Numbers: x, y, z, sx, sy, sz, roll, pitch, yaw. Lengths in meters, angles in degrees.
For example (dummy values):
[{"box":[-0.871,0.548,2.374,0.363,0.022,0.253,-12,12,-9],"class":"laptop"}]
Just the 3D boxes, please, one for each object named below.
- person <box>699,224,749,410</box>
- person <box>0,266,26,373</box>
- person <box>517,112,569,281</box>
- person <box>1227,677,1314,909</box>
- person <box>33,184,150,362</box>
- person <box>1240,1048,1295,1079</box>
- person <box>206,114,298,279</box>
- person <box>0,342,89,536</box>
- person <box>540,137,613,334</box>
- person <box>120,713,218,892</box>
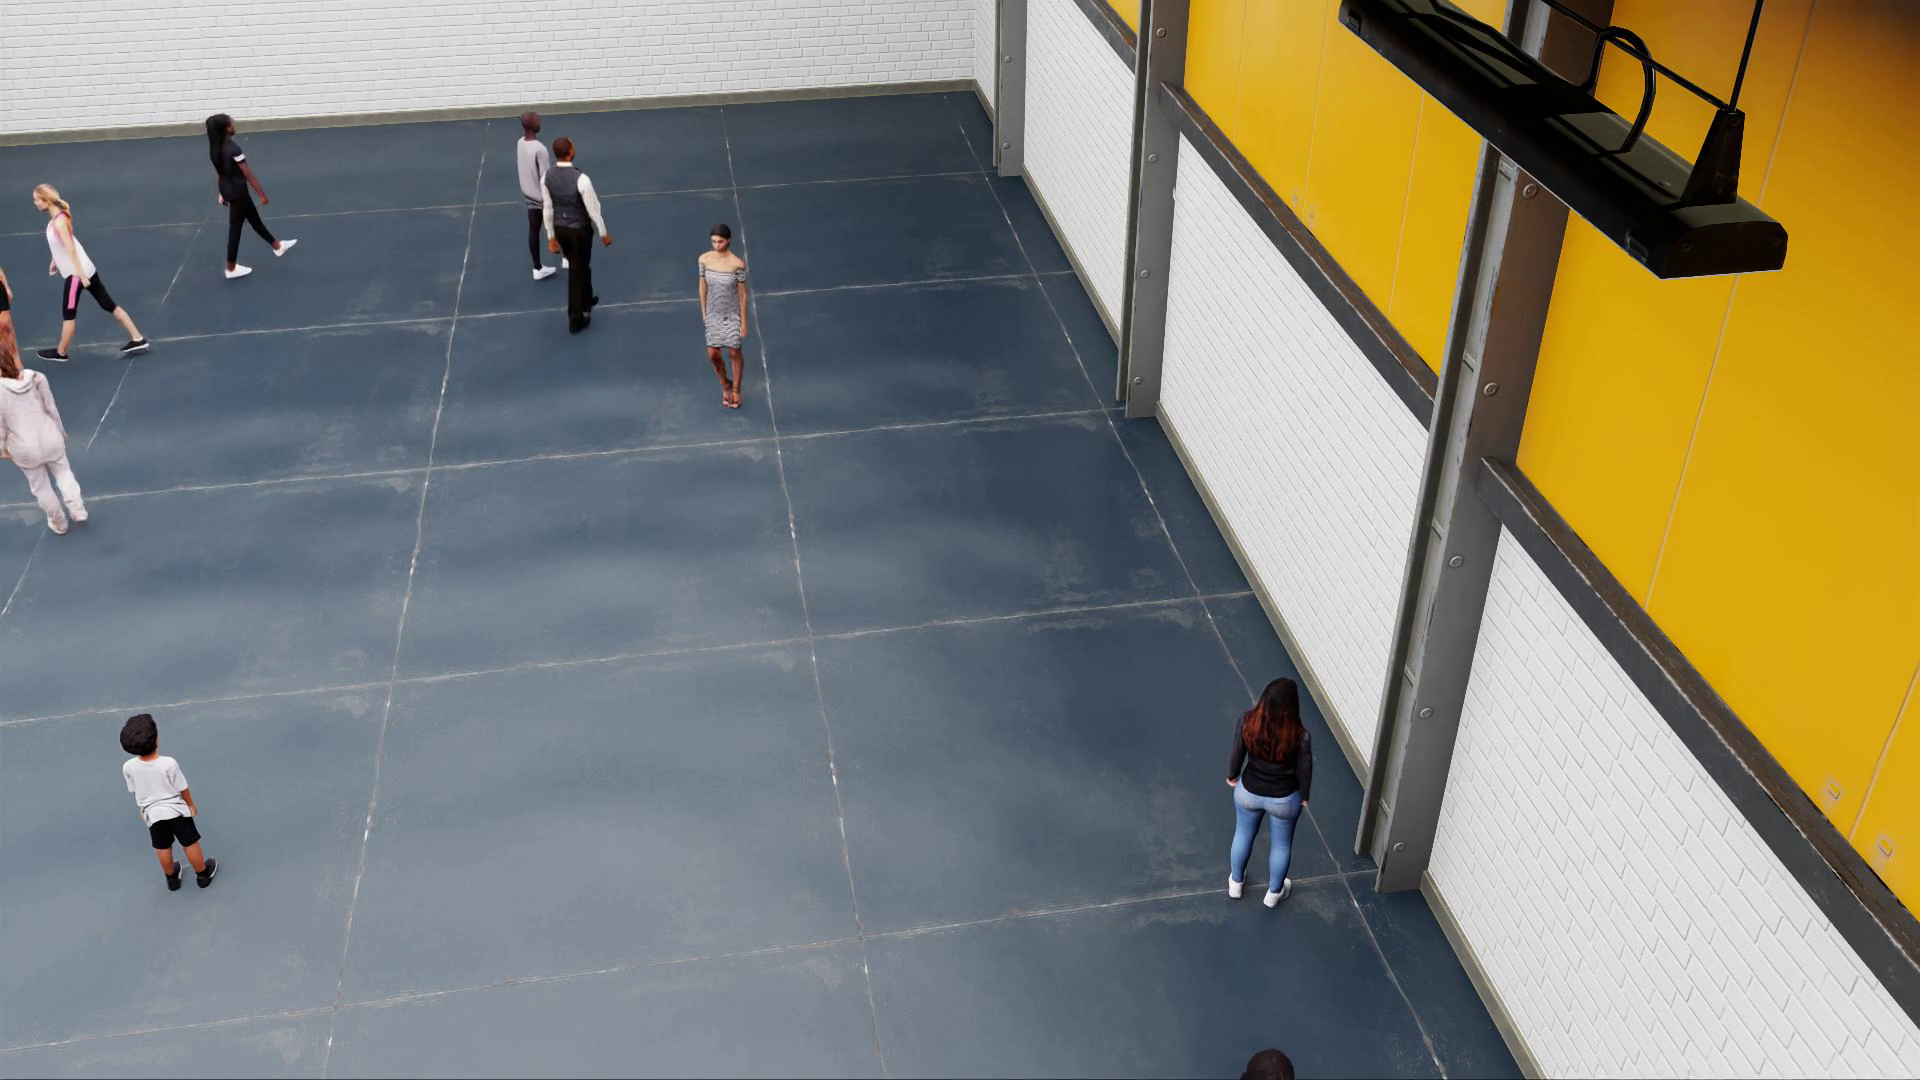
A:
[{"box":[-2.059,-2.015,14.826,0.703,1.810,0.711,6,34,9],"class":"person"},{"box":[-9.041,-2.292,15.410,0.713,1.625,0.784,-21,39,-28],"class":"person"},{"box":[-4.407,-3.516,17.135,0.940,1.754,0.990,22,39,29],"class":"person"},{"box":[1.810,1.470,9.743,0.735,1.634,0.753,14,36,20],"class":"person"},{"box":[-8.165,-2.498,15.627,0.819,1.728,1.166,-12,35,-17],"class":"person"},{"box":[1.293,2.882,7.512,0.643,1.752,0.630,-19,38,-26],"class":"person"},{"box":[-7.551,-3.517,17.192,1.112,1.692,1.093,26,42,34],"class":"person"},{"box":[-7.242,-0.764,13.063,0.775,1.679,0.746,28,43,36],"class":"person"},{"box":[-3.784,-2.917,16.109,0.981,1.894,1.090,14,36,20],"class":"person"},{"box":[-4.748,1.580,9.919,0.482,1.256,0.478,-4,34,-6],"class":"person"}]
